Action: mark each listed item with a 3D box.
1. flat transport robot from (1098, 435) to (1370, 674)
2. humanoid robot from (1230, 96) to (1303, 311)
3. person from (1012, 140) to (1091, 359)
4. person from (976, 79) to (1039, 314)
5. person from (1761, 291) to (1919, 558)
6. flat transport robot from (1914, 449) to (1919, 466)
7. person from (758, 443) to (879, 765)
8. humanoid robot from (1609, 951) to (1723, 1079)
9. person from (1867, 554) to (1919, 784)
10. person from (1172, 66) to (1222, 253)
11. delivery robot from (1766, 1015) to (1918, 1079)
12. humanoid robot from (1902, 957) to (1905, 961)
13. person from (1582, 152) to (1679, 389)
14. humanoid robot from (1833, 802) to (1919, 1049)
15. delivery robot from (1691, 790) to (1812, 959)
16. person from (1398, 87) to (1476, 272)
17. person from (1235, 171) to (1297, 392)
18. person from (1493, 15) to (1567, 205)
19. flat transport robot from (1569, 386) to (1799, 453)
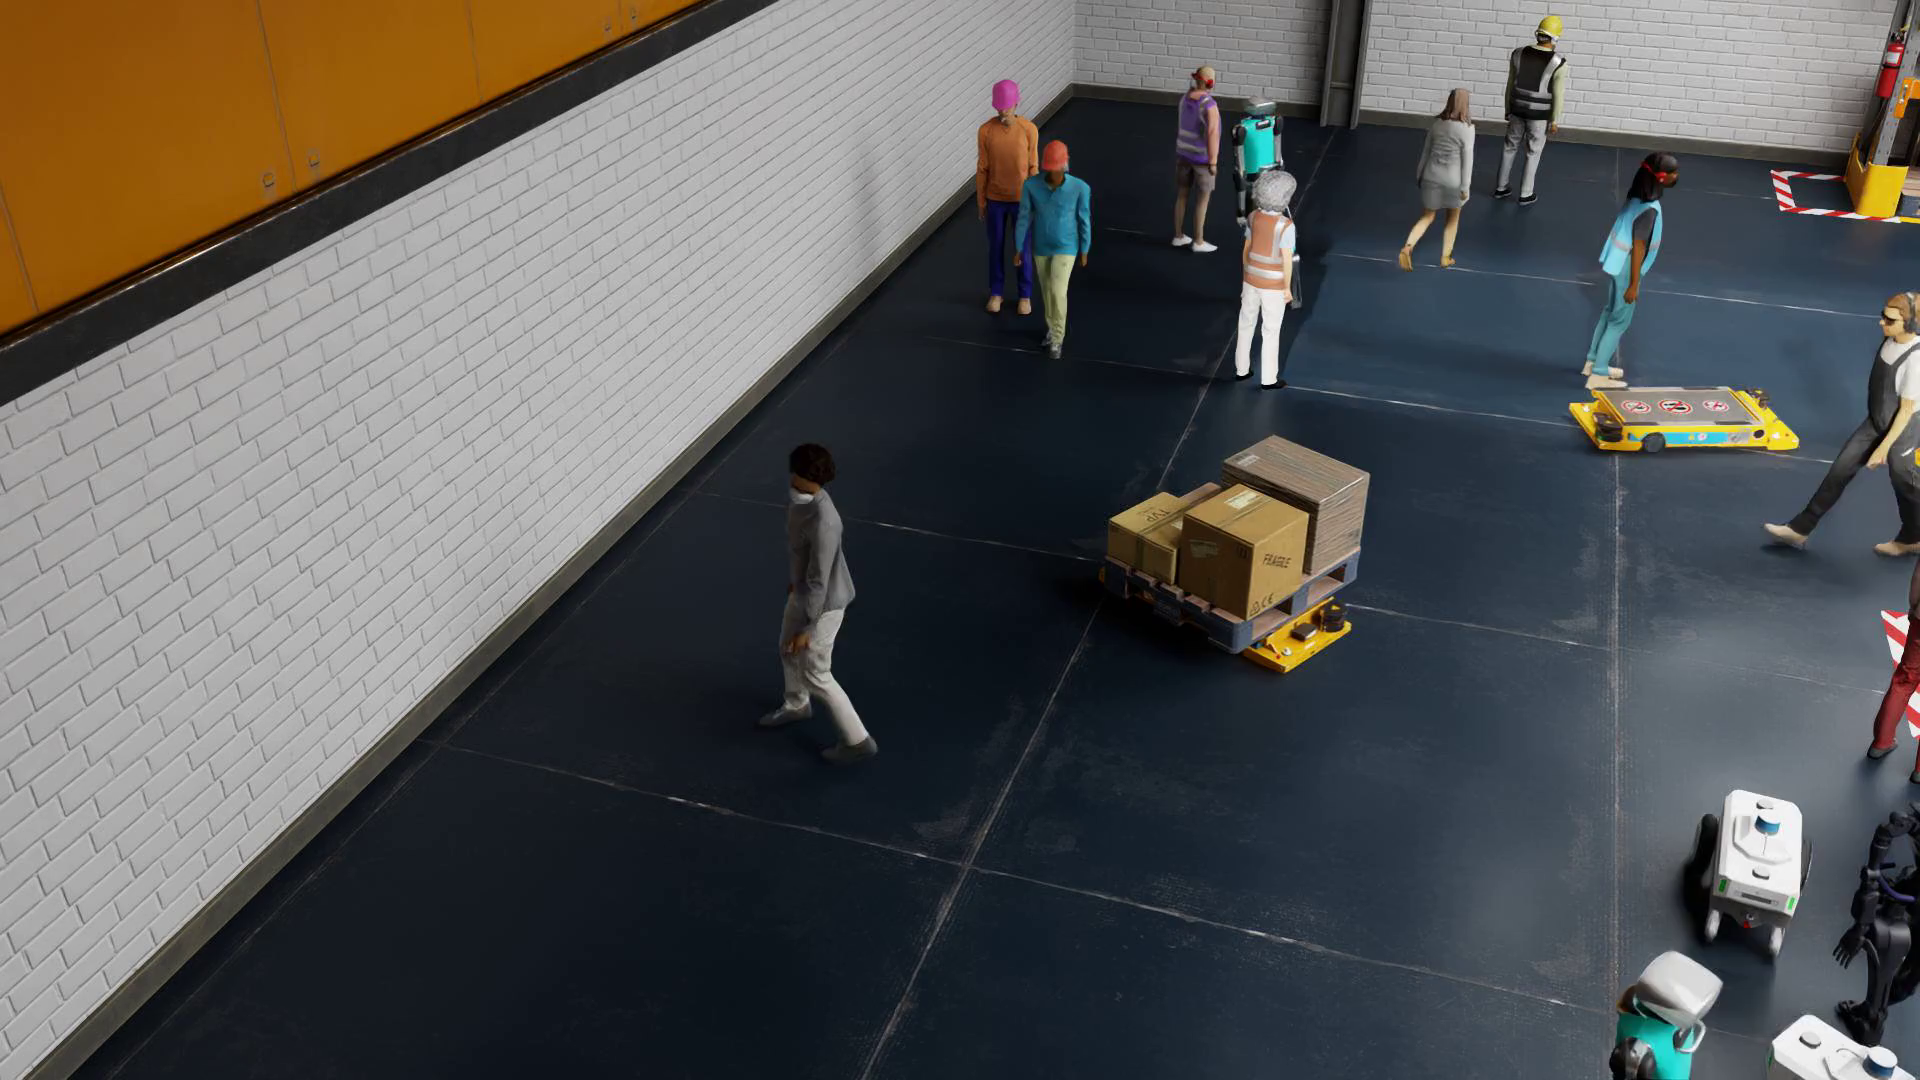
[{"bbox_3d":[1.589,0.330,10.064,0.659,0.231,1.431,-26,39,-37],"label":"flat transport robot"},{"bbox_3d":[2.652,-2.719,13.799,0.585,1.766,0.885,-19,36,-29],"label":"humanoid robot"},{"bbox_3d":[0.702,-2.280,13.057,0.575,1.722,0.678,12,33,20],"label":"person"},{"bbox_3d":[0.390,-2.838,13.781,0.519,1.972,0.405,3,31,6],"label":"person"},{"bbox_3d":[5.722,-0.687,10.300,1.002,1.783,0.559,0,30,1],"label":"person"},{"bbox_3d":[7.447,-0.594,11.636,1.431,0.231,0.659,-9,32,-14],"label":"flat transport robot"},{"bbox_3d":[-0.763,0.293,8.552,0.558,1.874,0.599,-7,31,-12],"label":"person"},{"bbox_3d":[2.450,2.164,5.480,0.844,1.758,0.566,21,36,31],"label":"humanoid robot"},{"bbox_3d":[5.018,0.437,8.403,0.302,1.771,0.522,-15,34,-24],"label":"person"},{"bbox_3d":[2.147,-3.450,15.090,0.350,1.691,0.495,-21,37,-32],"label":"person"},{"bbox_3d":[3.557,2.256,6.525,0.499,0.614,0.817,-21,36,-31],"label":"delivery robot"},{"bbox_3d":[4.434,1.225,7.112,0.530,1.807,0.694,11,32,18],"label":"humanoid robot"},{"bbox_3d":[5.012,-2.003,12.485,0.416,1.853,0.527,5,31,8],"label":"person"},{"bbox_3d":[3.865,1.526,6.670,0.607,1.643,0.611,-1,30,-2],"label":"humanoid robot"},{"bbox_3d":[3.718,1.516,7.781,0.499,0.612,0.814,13,33,21],"label":"delivery robot"},{"bbox_3d":[4.216,-3.134,14.610,0.509,1.632,0.717,21,37,32],"label":"person"},{"bbox_3d":[2.309,-1.951,12.538,0.306,1.689,0.438,-27,40,-37],"label":"person"},{"bbox_3d":[5.582,-4.180,16.211,0.598,1.818,0.403,26,39,37],"label":"person"},{"bbox_3d":[5.266,-0.879,12.120,1.431,0.231,0.659,0,30,-1],"label":"flat transport robot"}]
